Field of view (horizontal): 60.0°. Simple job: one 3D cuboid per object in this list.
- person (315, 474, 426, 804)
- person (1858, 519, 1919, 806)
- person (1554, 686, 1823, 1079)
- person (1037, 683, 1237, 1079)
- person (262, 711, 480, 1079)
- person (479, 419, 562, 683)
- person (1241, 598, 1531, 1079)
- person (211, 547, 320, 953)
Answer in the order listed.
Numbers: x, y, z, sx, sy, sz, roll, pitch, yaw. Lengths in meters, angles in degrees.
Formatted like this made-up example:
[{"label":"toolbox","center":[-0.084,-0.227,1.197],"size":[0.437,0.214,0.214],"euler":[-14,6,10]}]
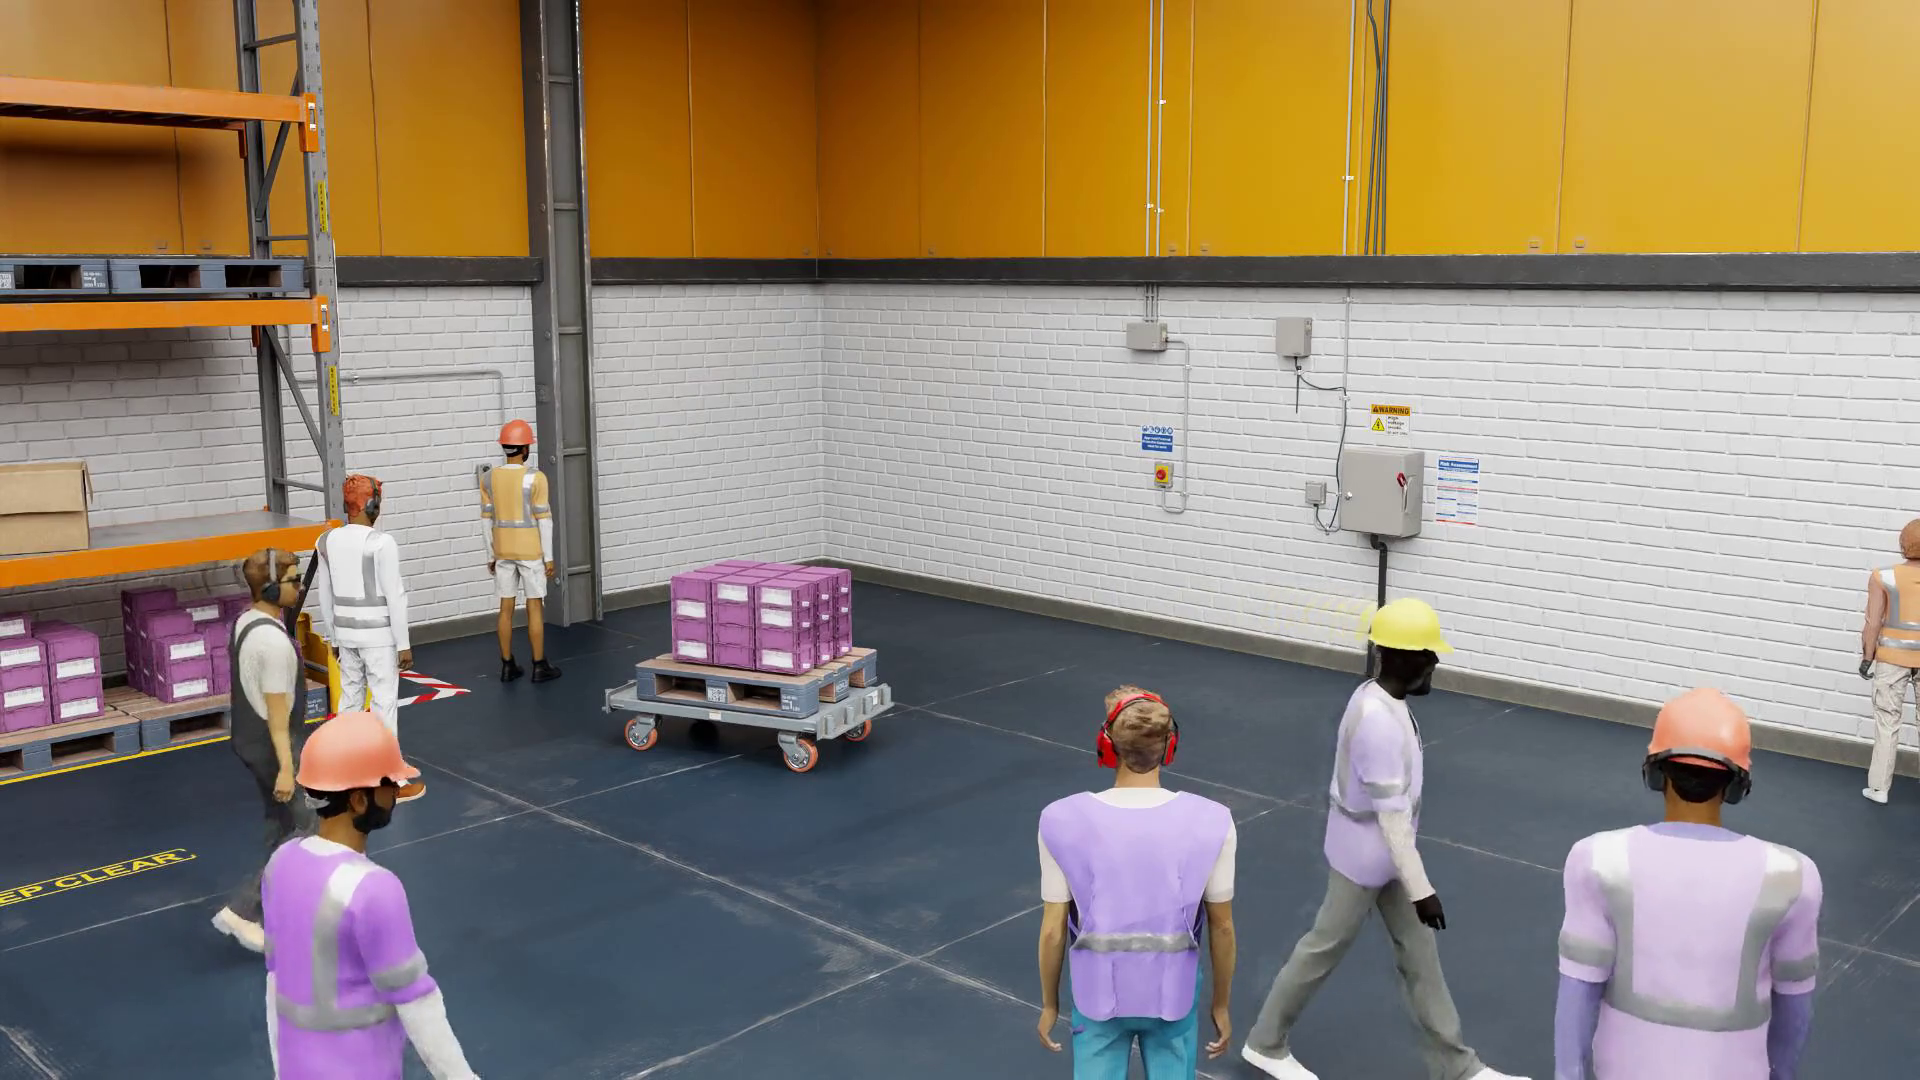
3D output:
[{"label":"person","center":[-3.350,0.566,9.427],"size":[0.573,1.887,0.355],"euler":[4,10,23]},{"label":"person","center":[5.358,0.699,9.374],"size":[0.523,1.636,0.310],"euler":[3,10,17]},{"label":"person","center":[1.835,1.364,4.253],"size":[0.603,1.980,1.100],"euler":[4,10,24]},{"label":"person","center":[0.507,1.338,4.804],"size":[0.571,1.849,0.382],"euler":[0,9,1]},{"label":"person","center":[-1.547,1.383,4.411],"size":[1.009,1.881,0.566],"euler":[-8,13,-42]},{"label":"person","center":[-3.225,0.087,12.204],"size":[0.543,1.939,0.370],"euler":[2,10,14]},{"label":"person","center":[1.527,1.131,6.032],"size":[1.042,1.869,0.597],"euler":[4,10,21]},{"label":"person","center":[-3.039,0.939,7.326],"size":[0.453,1.832,0.504],"euler":[-7,12,-38]}]
